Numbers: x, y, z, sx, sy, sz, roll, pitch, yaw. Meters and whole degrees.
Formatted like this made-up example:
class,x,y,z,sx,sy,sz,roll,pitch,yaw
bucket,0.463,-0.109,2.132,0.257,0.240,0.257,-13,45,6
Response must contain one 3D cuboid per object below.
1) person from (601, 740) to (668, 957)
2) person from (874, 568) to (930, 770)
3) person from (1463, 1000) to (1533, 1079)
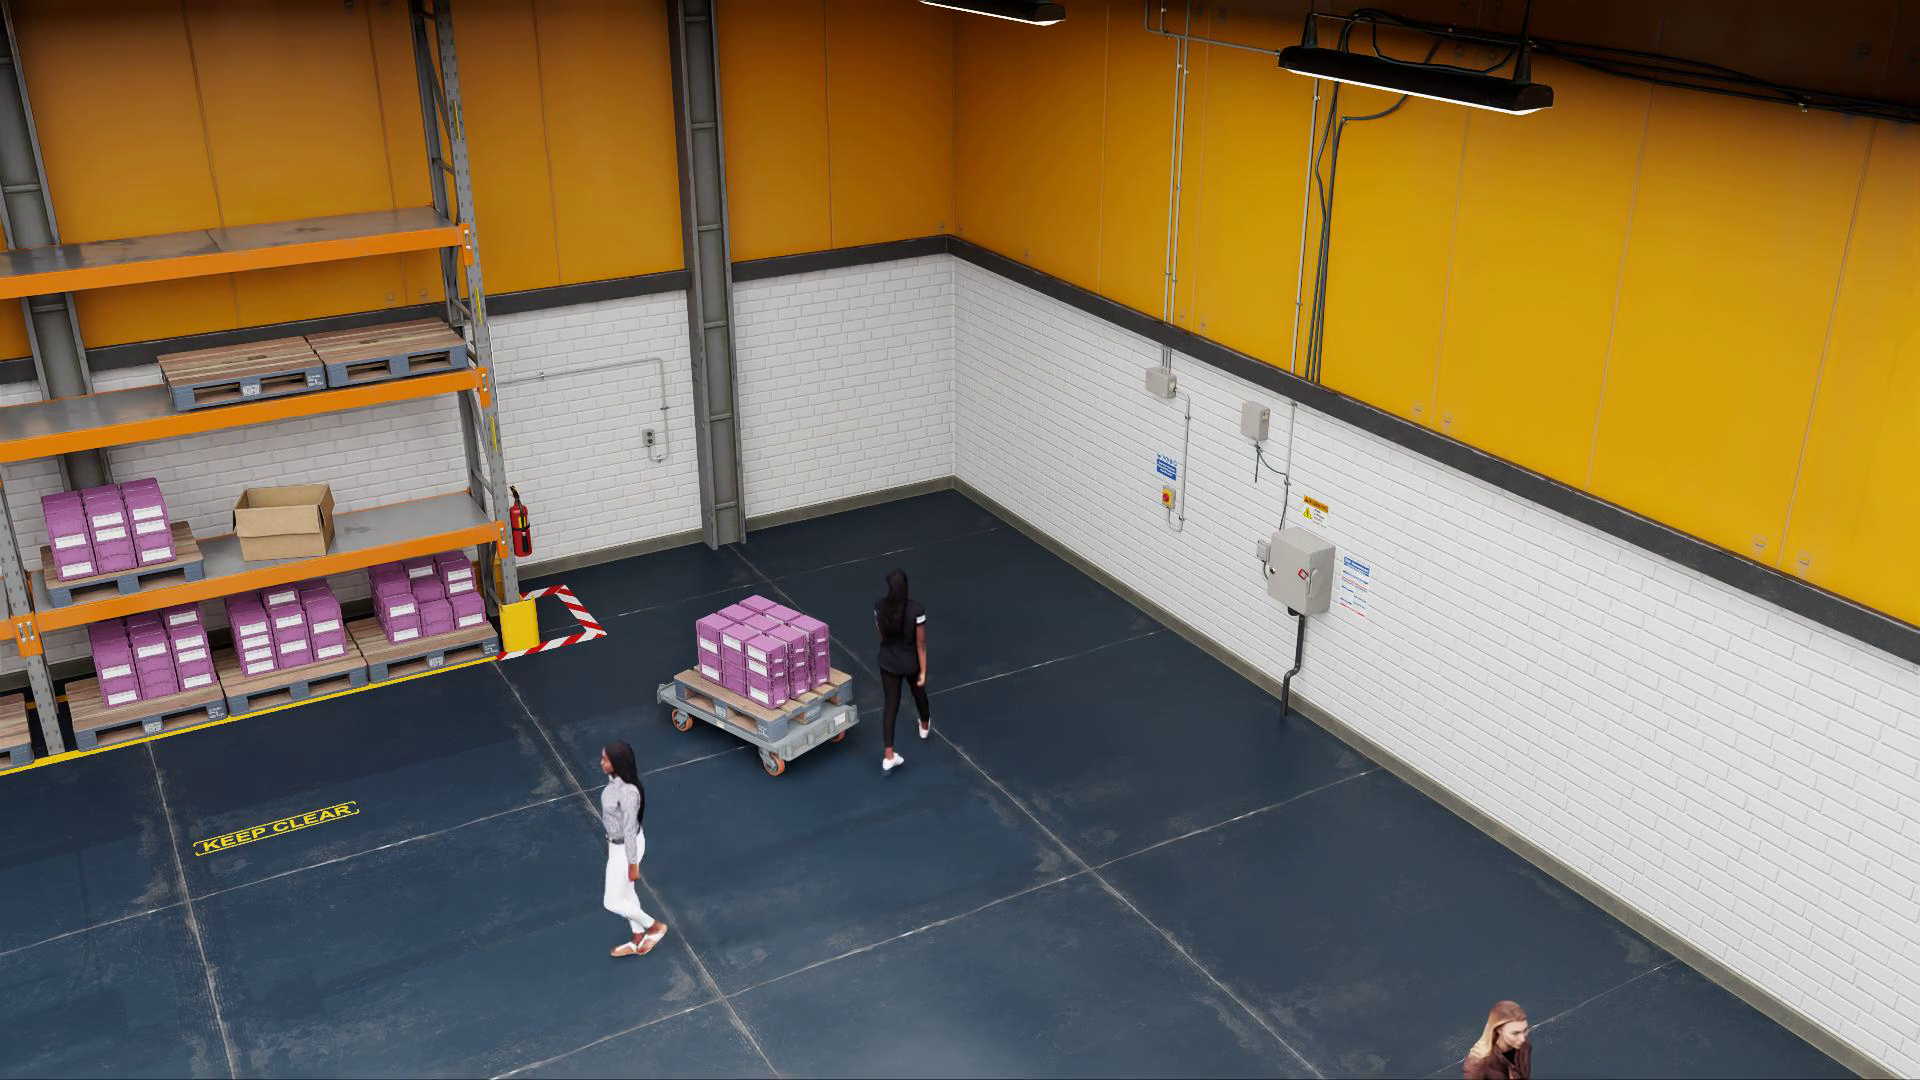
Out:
class,x,y,z,sx,sy,sz,roll,pitch,yaw
person,-2.207,2.124,11.393,0.702,1.713,0.669,-8,25,-18
person,-0.531,1.089,13.805,1.132,1.677,1.123,6,24,13
person,2.847,3.182,8.982,0.427,1.705,0.657,-13,27,-27
